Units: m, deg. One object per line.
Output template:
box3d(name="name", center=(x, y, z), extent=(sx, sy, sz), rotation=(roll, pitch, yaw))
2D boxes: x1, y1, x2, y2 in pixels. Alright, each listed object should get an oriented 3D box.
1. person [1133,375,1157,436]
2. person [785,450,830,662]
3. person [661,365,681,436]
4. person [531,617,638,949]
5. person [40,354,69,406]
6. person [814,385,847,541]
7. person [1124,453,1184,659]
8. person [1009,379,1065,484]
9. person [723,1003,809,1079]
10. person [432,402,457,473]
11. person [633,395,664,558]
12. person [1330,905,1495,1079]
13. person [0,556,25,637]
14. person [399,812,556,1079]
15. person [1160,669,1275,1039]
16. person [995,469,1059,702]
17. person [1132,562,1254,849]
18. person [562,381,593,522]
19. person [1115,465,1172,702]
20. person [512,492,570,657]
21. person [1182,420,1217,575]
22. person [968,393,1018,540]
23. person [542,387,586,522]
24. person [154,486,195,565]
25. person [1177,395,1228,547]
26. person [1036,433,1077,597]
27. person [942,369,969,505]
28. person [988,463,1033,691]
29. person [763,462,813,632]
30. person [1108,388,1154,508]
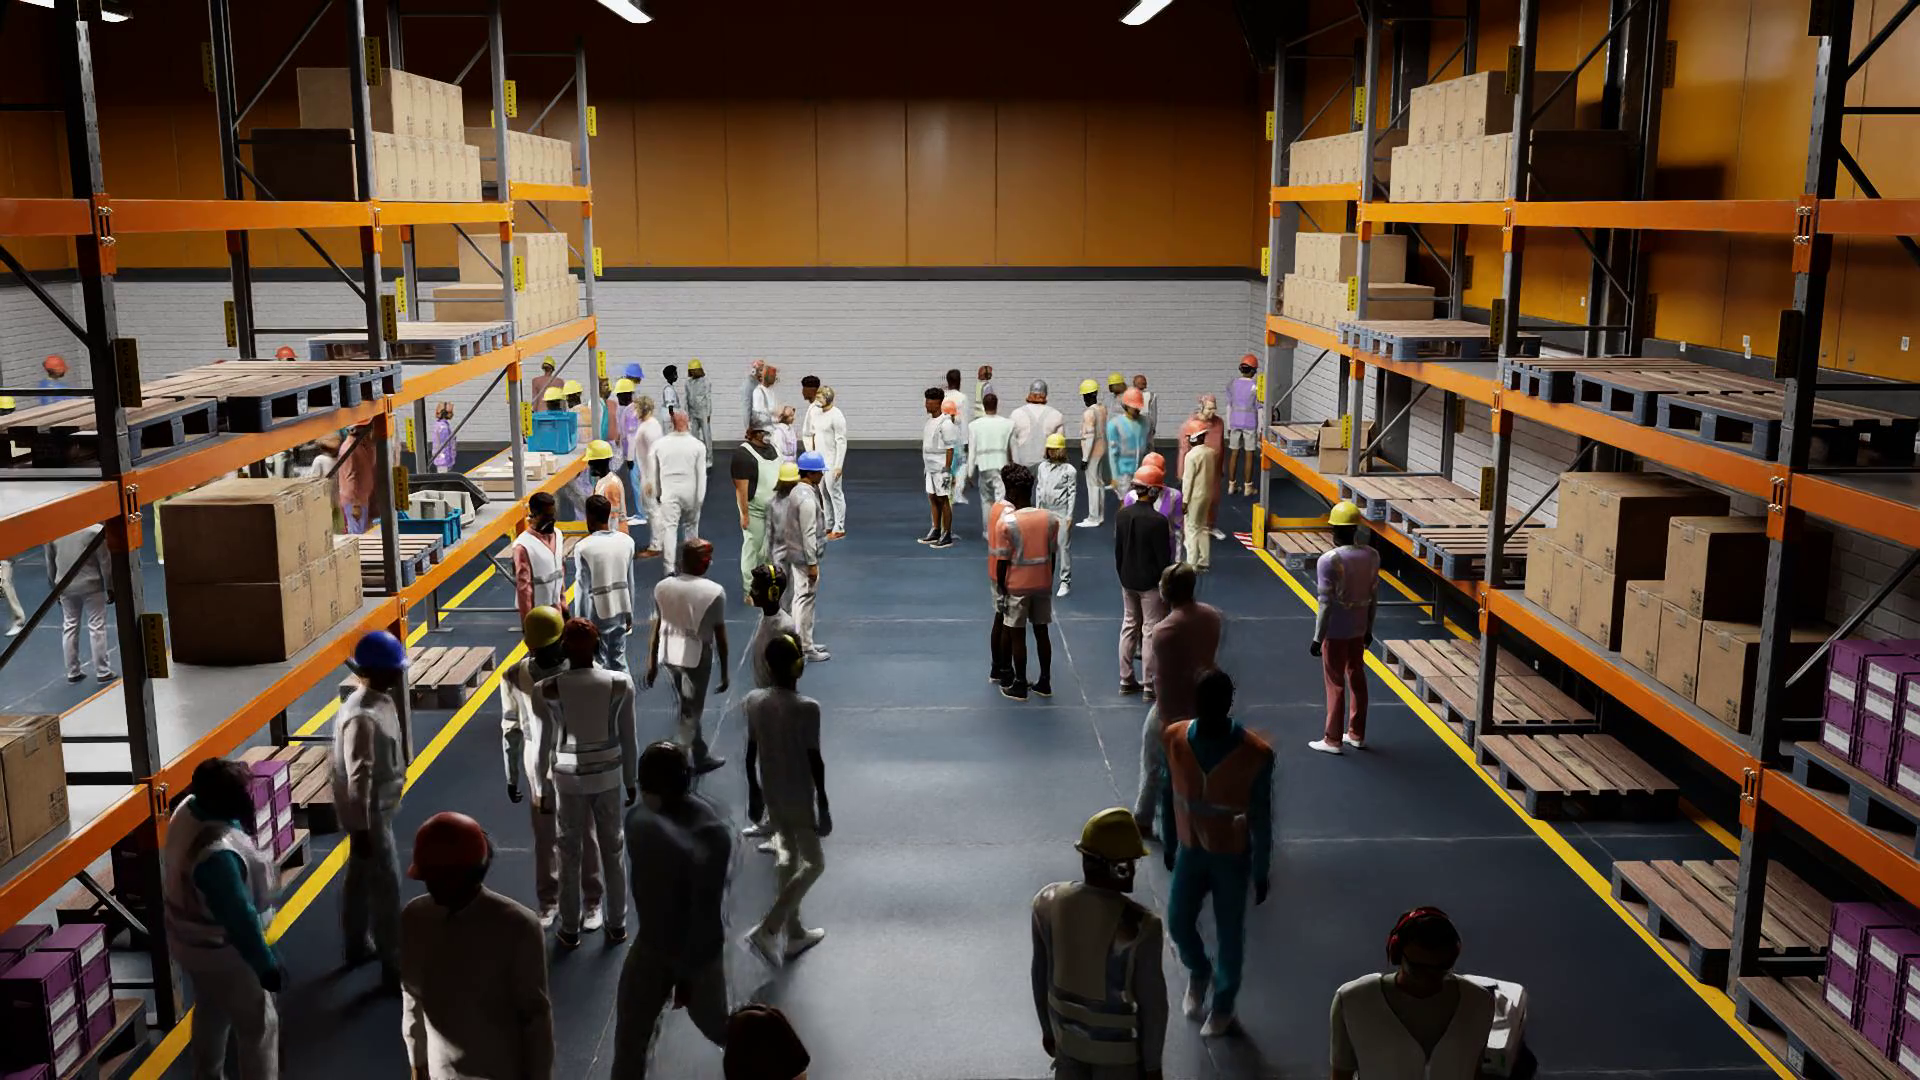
box3d(name="person", center=(2.707, -1.661, 24.973), extent=(0.512, 1.639, 0.312), rotation=(-1, 11, -6))
box3d(name="person", center=(-1.382, 0.145, 15.172), extent=(0.413, 1.939, 0.604), rotation=(-3, 12, -13))
box3d(name="person", center=(-4.505, -1.883, 25.941), extent=(0.317, 1.695, 0.540), rotation=(-3, 12, -13))
box3d(name="person", center=(-2.077, 1.352, 9.267), extent=(0.576, 1.880, 0.351), rotation=(-4, 12, -19))
box3d(name="person", center=(-13.045, -1.681, 24.075), extent=(0.623, 2.039, 0.394), rotation=(10, 15, 42))
box3d(name="person", center=(-1.629, -0.958, 20.693), extent=(0.354, 1.937, 0.635), rotation=(-7, 13, -32))
box3d(name="person", center=(1.763, 0.151, 15.184), extent=(0.548, 1.924, 0.387), rotation=(0, 11, -1))
box3d(name="person", center=(0.947, -1.001, 20.651), extent=(0.685, 2.000, 0.536), rotation=(0, 11, 1))
box3d(name="person", center=(-0.604, 2.256, 5.342), extent=(0.268, 1.632, 0.508), rotation=(1, 11, 7))
box3d(name="person", center=(-6.683, -0.983, 21.592), extent=(0.313, 1.631, 0.530), rotation=(-5, 12, -25))
box3d(name="person", center=(-3.673, -0.760, 19.713), extent=(0.355, 1.938, 0.633), rotation=(-3, 12, -13))
box3d(name="person", center=(1.511, 2.092, 5.651), extent=(0.563, 1.837, 0.389), rotation=(-1, 11, -7))
box3d(name="person", center=(-9.419, 0.131, 16.054), extent=(0.587, 1.612, 0.345), rotation=(-2, 11, -8))
box3d(name="person", center=(-1.776, 1.932, 6.091), extent=(0.635, 1.985, 0.414), rotation=(4, 12, 18))
box3d(name="person", center=(1.260, 1.545, 8.237), extent=(0.609, 1.903, 0.444), rotation=(6, 13, 27))
box3d(name="person", center=(0.545, 0.379, 13.981), extent=(0.600, 1.949, 0.414), rotation=(-6, 13, -28))
box3d(name="person", center=(1.477, 1.075, 10.637), extent=(0.637, 1.895, 1.010), rotation=(-9, 15, -39))
box3d(name="person", center=(-4.934, -1.101, 21.482), extent=(0.399, 1.911, 0.595), rotation=(2, 11, 11))
box3d(name="person", center=(1.554, 0.359, 13.951), extent=(0.379, 1.994, 0.611), rotation=(-9, 14, -38))
box3d(name="person", center=(-3.319, 0.553, 13.203), extent=(0.401, 1.908, 0.598), rotation=(3, 12, 16))
box3d(name="person", center=(2.666, -0.486, 18.823), extent=(0.354, 1.738, 0.577), rotation=(9, 14, 38))
box3d(name="person", center=(0.413, -0.853, 20.366), extent=(0.626, 1.869, 0.991), rotation=(-1, 11, -3))
box3d(name="person", center=(-4.942, -0.989, 21.041), extent=(0.928, 1.877, 0.632), rotation=(3, 12, 13))
box3d(name="person", center=(-9.168, -0.665, 19.276), extent=(0.586, 1.920, 0.397), rotation=(-3, 12, -16))
box3d(name="person", center=(2.991, -0.851, 20.361), extent=(0.844, 1.871, 0.543), rotation=(-8, 14, -34))
box3d(name="person", center=(1.008, -0.270, 17.731), extent=(0.484, 1.746, 0.288), rotation=(8, 14, 34))
box3d(name="person", center=(-0.072, -1.419, 23.079), extent=(0.619, 1.904, 0.538), rotation=(9, 14, 39))
box3d(name="person", center=(0.433, 0.309, 14.270), extent=(0.362, 1.962, 0.613), rotation=(-3, 12, -15))
box3d(name="person", center=(-1.623, 0.109, 15.865), extent=(0.494, 1.732, 0.357), rotation=(1, 11, 5))
box3d(name="person", center=(2.068, -0.813, 19.796), extent=(0.668, 2.003, 0.521), rotation=(-5, 12, -22))
